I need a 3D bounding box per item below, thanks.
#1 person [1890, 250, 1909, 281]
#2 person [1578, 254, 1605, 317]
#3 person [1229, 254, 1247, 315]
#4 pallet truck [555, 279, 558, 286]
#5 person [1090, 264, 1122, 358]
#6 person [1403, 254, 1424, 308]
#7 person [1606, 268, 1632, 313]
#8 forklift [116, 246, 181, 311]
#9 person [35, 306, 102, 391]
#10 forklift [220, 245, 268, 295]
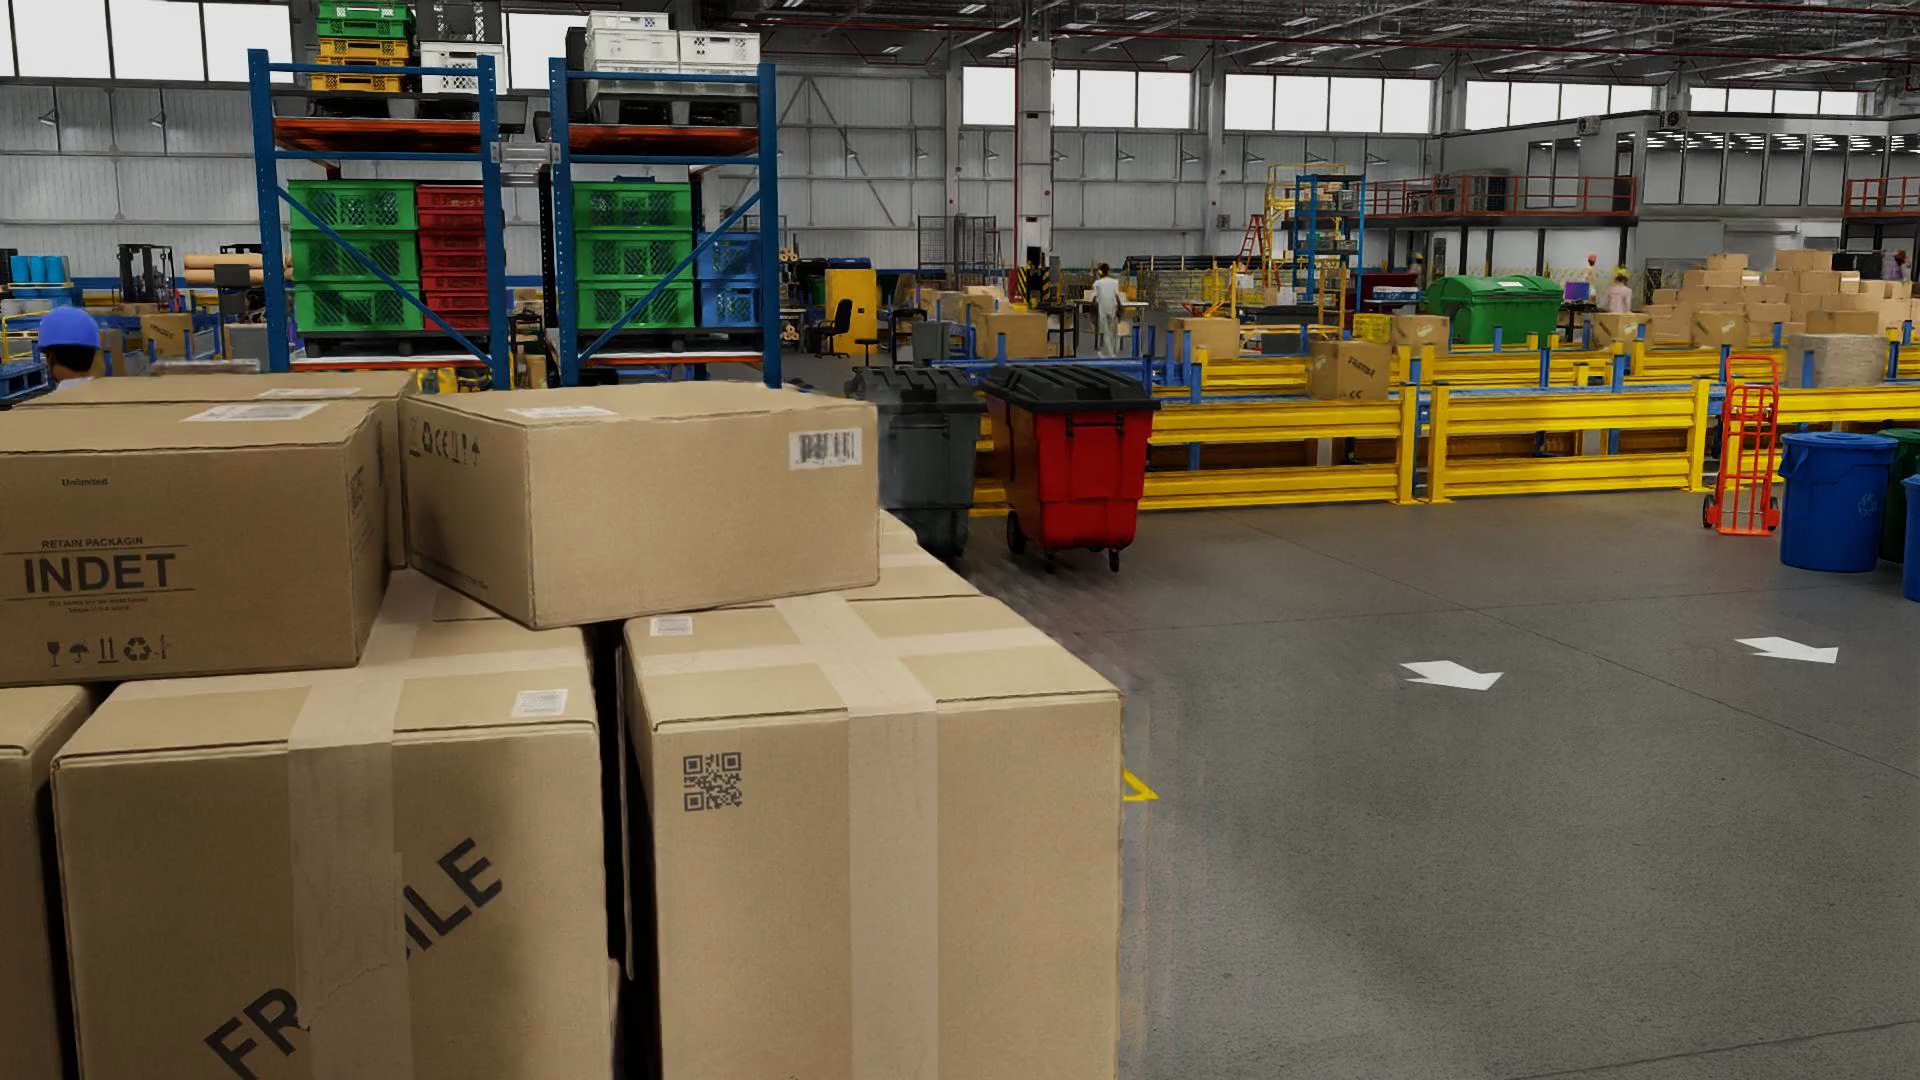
[{"bbox_3d":[23.903,-6.407,42.649,0.723,2.028,0.612,5,11,28],"label":"person"},{"bbox_3d":[18.906,-7.609,49.857,0.572,1.878,1.005,-5,11,-27],"label":"person"},{"bbox_3d":[8.317,-7.579,49.688,0.585,1.882,0.344,-3,10,-15],"label":"person"},{"bbox_3d":[-10.604,-6.375,44.520,0.653,1.274,1.630,-3,10,-15],"label":"pallet truck"},{"bbox_3d":[2.657,-4.151,30.496,0.544,1.808,1.003,-3,10,-15],"label":"person"},{"bbox_3d":[15.857,-9.039,58.005,1.057,1.876,0.609,9,13,41],"label":"person"},{"bbox_3d":[11.786,-4.011,29.909,0.604,1.739,0.546,-6,12,-31],"label":"person"},{"bbox_3d":[-19.966,-6.232,40.894,1.157,1.987,2.680,-3,10,-15],"label":"forklift"},{"bbox_3d":[-3.385,0.024,6.618,0.971,1.907,0.597,5,11,26],"label":"person"},{"bbox_3d":[-17.749,-6.334,41.440,1.157,1.987,2.680,-3,10,-17],"label":"forklift"}]
